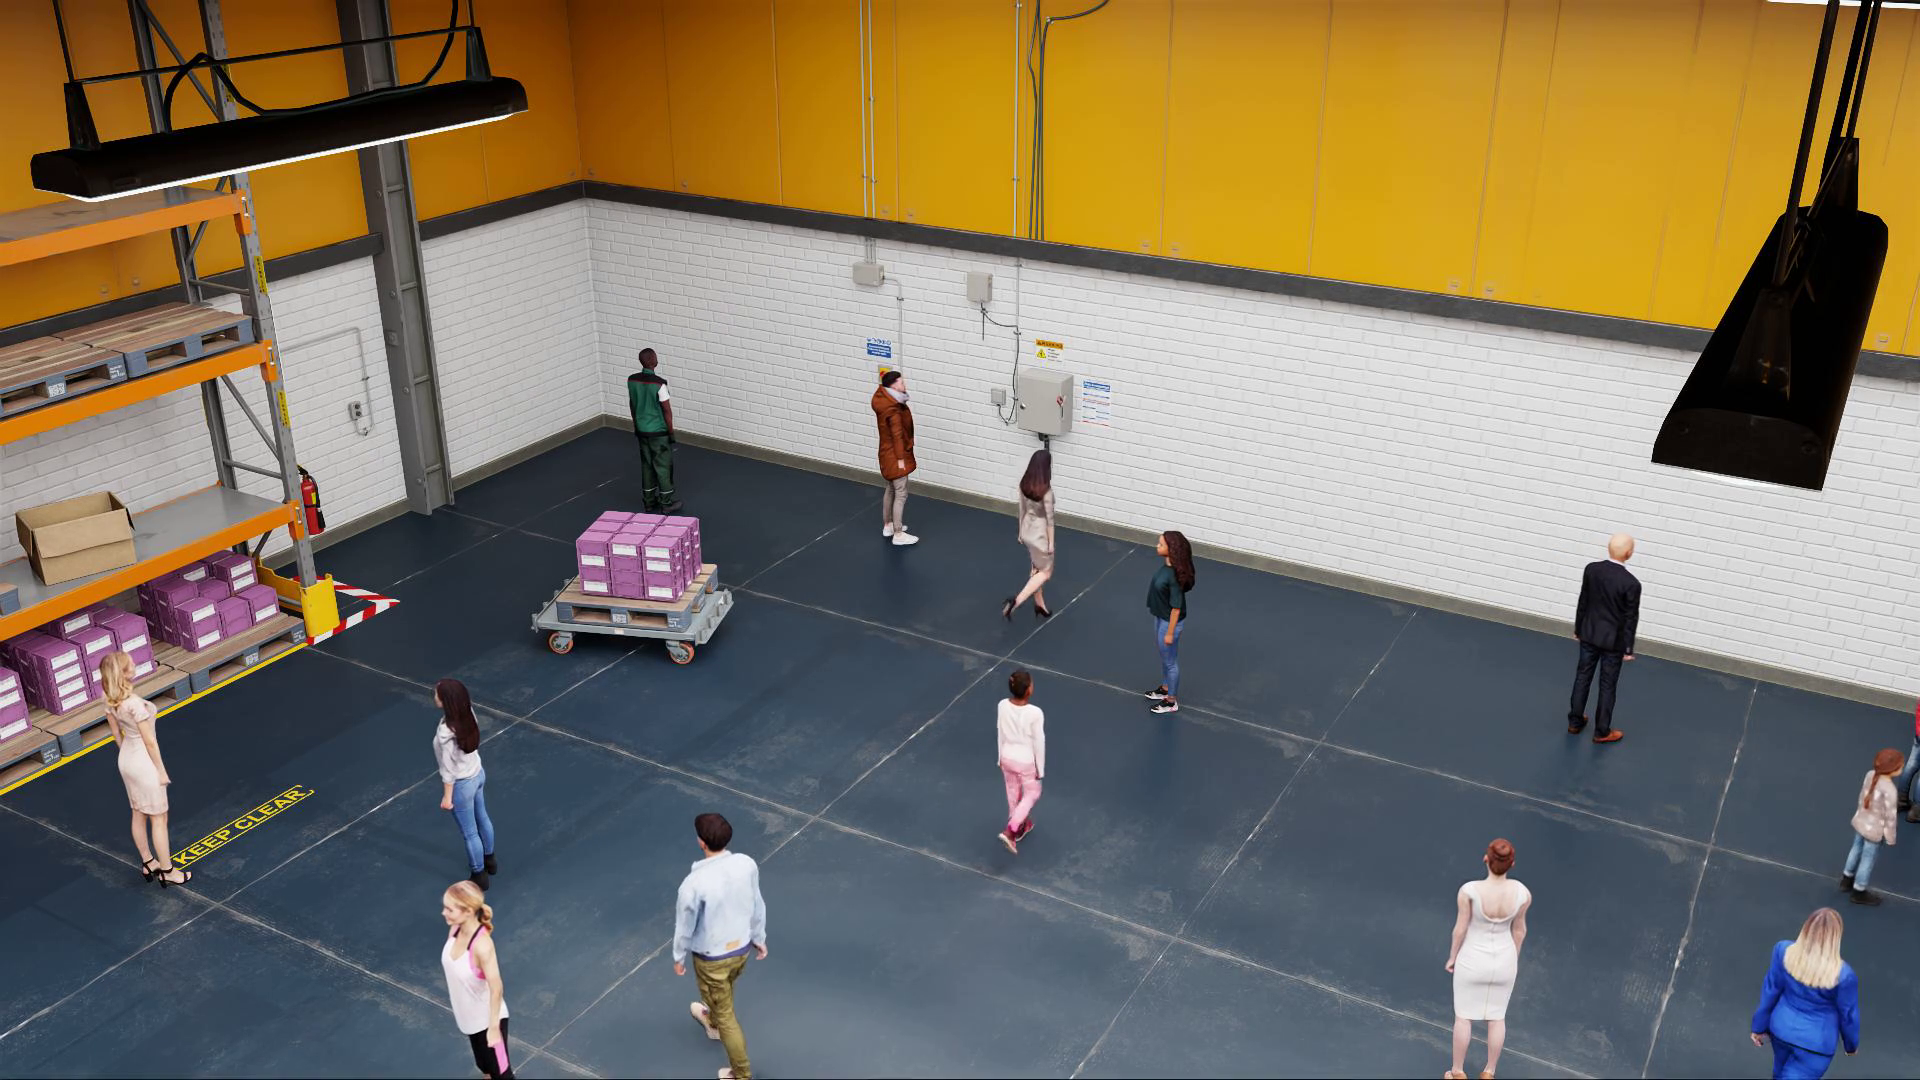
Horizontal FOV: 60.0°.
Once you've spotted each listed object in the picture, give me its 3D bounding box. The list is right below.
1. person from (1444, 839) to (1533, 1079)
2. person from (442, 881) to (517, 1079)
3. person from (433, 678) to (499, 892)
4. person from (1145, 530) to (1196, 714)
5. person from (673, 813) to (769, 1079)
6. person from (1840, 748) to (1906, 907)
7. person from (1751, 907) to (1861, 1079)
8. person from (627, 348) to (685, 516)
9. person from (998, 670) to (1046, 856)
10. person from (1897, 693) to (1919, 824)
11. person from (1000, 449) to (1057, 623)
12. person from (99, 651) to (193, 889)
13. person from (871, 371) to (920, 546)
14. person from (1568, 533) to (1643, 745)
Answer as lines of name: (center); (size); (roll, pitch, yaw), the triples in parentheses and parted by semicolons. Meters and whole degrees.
person: (3.029, 2.467, 9.600); (0.629, 1.792, 0.611); (2, 24, 4)
person: (-2.636, 2.635, 9.223); (0.632, 1.787, 0.662); (-18, 30, -36)
person: (-3.437, 1.687, 11.582); (0.729, 1.633, 0.583); (3, 24, 6)
person: (1.756, 0.670, 13.929); (0.767, 1.617, 0.684); (-1, 24, -2)
person: (-1.356, 2.438, 9.689); (1.093, 1.774, 0.960); (-20, 31, -39)
person: (6.300, 1.964, 11.495); (0.630, 1.194, 0.541); (-1, 24, -2)
person: (4.514, 2.784, 9.041); (1.220, 1.659, 0.947); (-16, 28, -32)
person: (-3.294, -1.176, 17.874); (0.689, 1.840, 0.610); (11, 26, 24)
person: (0.408, 1.604, 12.018); (0.552, 1.435, 0.792); (14, 27, 29)
person: (7.246, 1.492, 12.424); (0.658, 1.317, 0.584); (-3, 24, -6)
person: (0.660, 0.019, 15.276); (1.015, 1.731, 0.784); (-20, 31, -38)
person: (-5.698, 1.592, 11.552); (0.566, 1.830, 0.485); (13, 27, 28)
person: (-0.674, -0.861, 17.155); (0.902, 1.839, 0.854); (-9, 25, -20)
person: (5.206, 0.781, 13.447); (0.722, 1.800, 0.750); (-17, 29, -34)
